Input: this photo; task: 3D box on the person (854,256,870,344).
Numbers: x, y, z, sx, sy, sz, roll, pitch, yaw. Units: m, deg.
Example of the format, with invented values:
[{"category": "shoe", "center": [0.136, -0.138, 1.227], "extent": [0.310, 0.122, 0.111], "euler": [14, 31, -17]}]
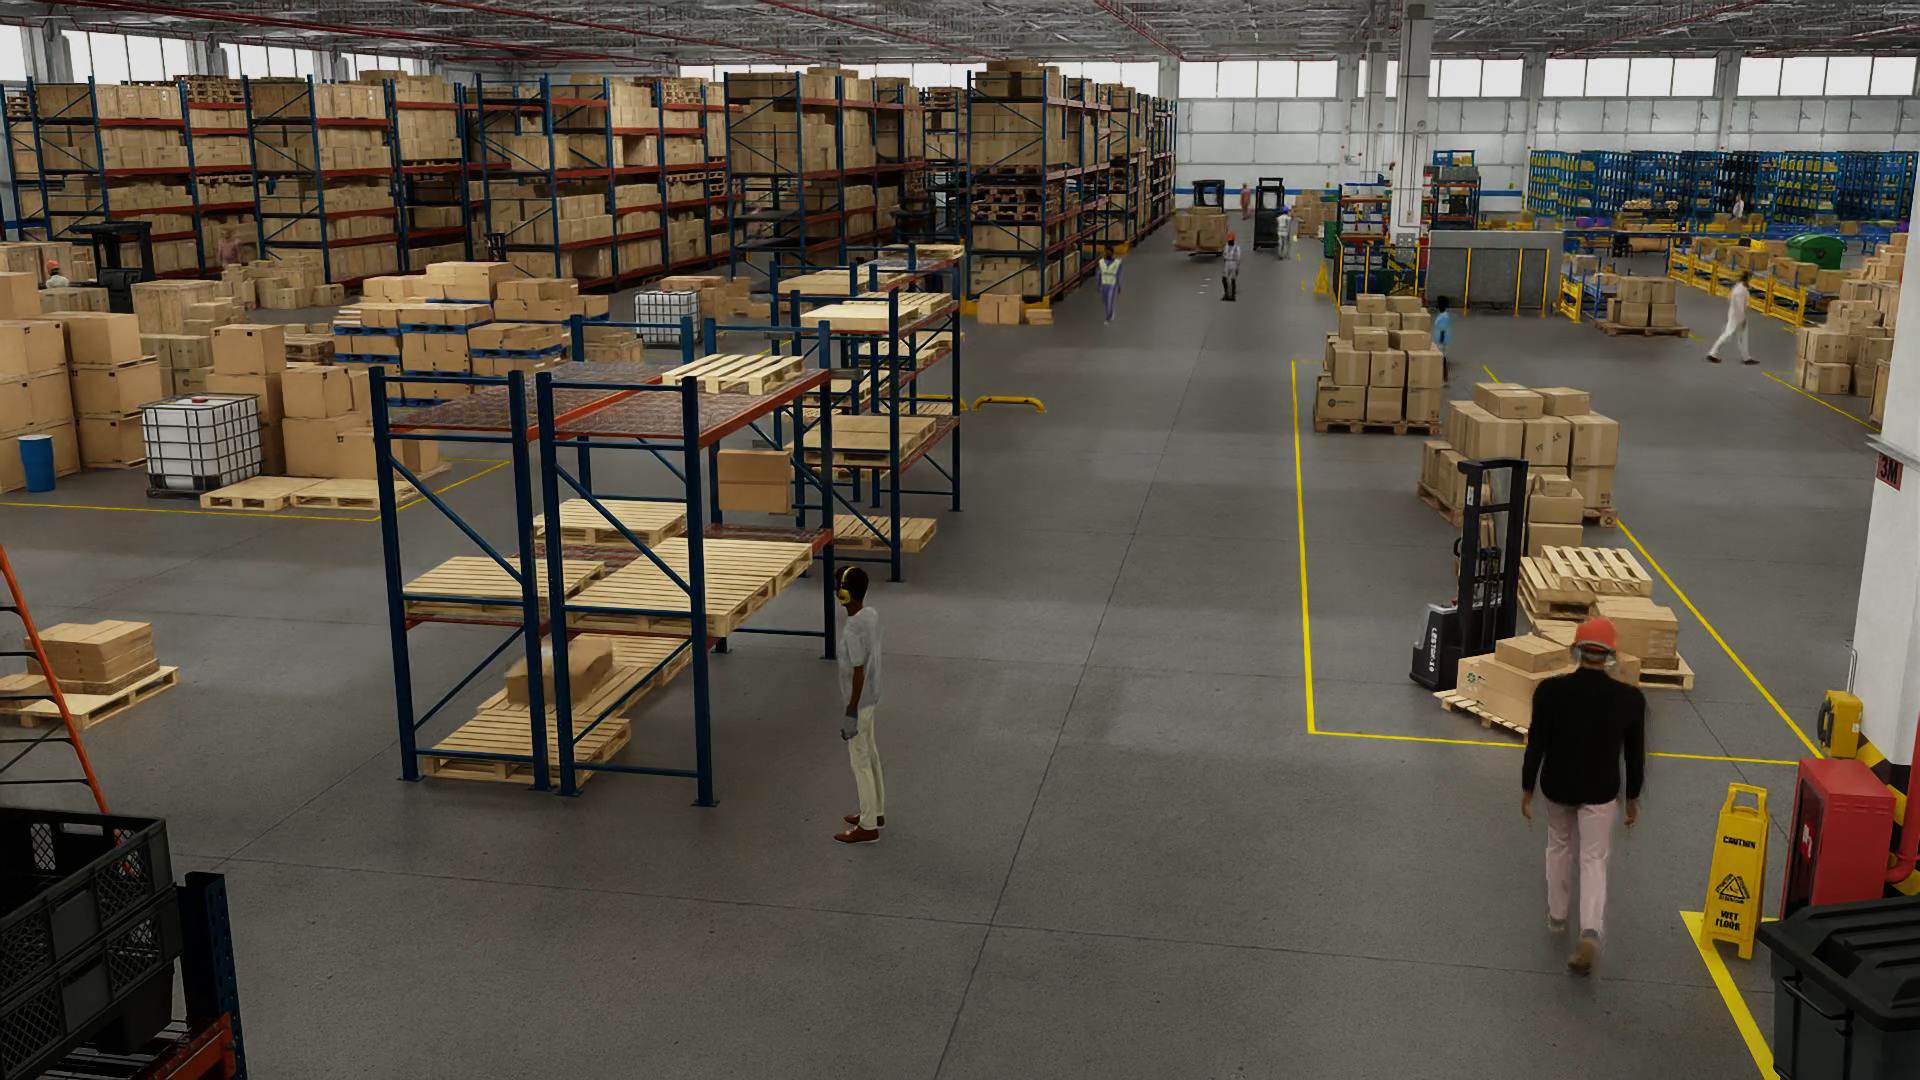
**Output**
[{"category": "person", "center": [-2.142, -5.221, 36.325], "extent": [0.548, 1.941, 0.626], "euler": [8, 16, 29]}]

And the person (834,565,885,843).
[{"category": "person", "center": [-0.672, 1.078, 10.918], "extent": [0.314, 1.864, 0.532], "euler": [3, 14, 10]}]

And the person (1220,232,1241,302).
[{"category": "person", "center": [7.418, -7.453, 45.475], "extent": [0.565, 1.897, 0.630], "euler": [12, 18, 40]}]

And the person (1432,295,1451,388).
[{"category": "person", "center": [8.751, -3.612, 30.314], "extent": [0.450, 1.684, 0.547], "euler": [3, 14, 10]}]

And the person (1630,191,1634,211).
[{"category": "person", "center": [32.581, -16.066, 80.606], "extent": [0.583, 1.825, 0.579], "euler": [-2, 14, -10]}]

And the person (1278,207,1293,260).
[{"category": "person", "center": [11.800, -11.100, 60.234], "extent": [0.614, 1.915, 0.799], "euler": [13, 19, 43]}]

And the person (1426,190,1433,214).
[{"category": "person", "center": [23.537, -16.606, 82.974], "extent": [0.508, 1.736, 0.568], "euler": [-7, 15, -25]}]

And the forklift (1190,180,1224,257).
[{"category": "forklift", "center": [9.279, -11.990, 61.882], "extent": [1.129, 2.768, 1.873], "euler": [4, 14, 15]}]

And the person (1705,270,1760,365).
[{"category": "person", "center": [15.543, -4.458, 33.344], "extent": [0.991, 1.899, 0.644], "euler": [8, 16, 28]}]

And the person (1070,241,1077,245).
[{"category": "person", "center": [3.927, -10.603, 58.779], "extent": [0.891, 1.651, 0.541], "euler": [-4, 14, -14]}]

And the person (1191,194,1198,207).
[{"category": "person", "center": [10.697, -14.936, 76.097], "extent": [0.647, 1.800, 0.599], "euler": [6, 15, 23]}]

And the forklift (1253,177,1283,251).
[{"category": "forklift", "center": [12.083, -12.747, 64.956], "extent": [1.129, 2.768, 1.873], "euler": [3, 14, 10]}]

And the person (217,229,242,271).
[{"category": "person", "center": [-20.961, -7.996, 47.789], "extent": [0.658, 1.862, 0.996], "euler": [-3, 14, -12]}]

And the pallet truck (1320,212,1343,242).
[{"category": "pallet truck", "center": [15.874, -13.227, 70.310], "extent": [0.680, 1.201, 1.601], "euler": [10, 17, 35]}]

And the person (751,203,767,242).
[{"category": "person", "center": [-7.773, -12.194, 64.826], "extent": [1.011, 1.849, 0.678], "euler": [2, 14, 9]}]

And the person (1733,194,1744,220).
[{"category": "person", "center": [33.937, -14.142, 72.628], "extent": [0.401, 1.906, 0.651], "euler": [3, 14, 10]}]

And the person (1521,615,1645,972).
[{"category": "person", "center": [3.501, 1.417, 9.372], "extent": [0.643, 1.954, 0.886], "euler": [5, 15, 21]}]

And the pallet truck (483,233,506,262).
[{"category": "pallet truck", "center": [-11.832, -7.026, 43.548], "extent": [1.885, 1.965, 0.823], "euler": [8, 16, 28]}]

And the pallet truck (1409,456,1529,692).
[{"category": "pallet truck", "center": [4.504, 0.400, 13.395], "extent": [0.823, 1.965, 1.885], "euler": [-6, 15, -23]}]

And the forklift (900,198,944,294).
[{"category": "forklift", "center": [-1.129, -7.873, 45.168], "extent": [1.129, 2.768, 1.873], "euler": [3, 14, 10]}]

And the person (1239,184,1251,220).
[{"category": "person", "center": [14.911, -17.723, 87.194], "extent": [0.687, 1.887, 0.510], "euler": [-8, 16, -31]}]

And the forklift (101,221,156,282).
[{"category": "forklift", "center": [-16.772, -5.071, 33.793], "extent": [1.129, 2.768, 1.873], "euler": [3, 14, 10]}]

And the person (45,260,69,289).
[{"category": "person", "center": [-18.673, -4.786, 34.463], "extent": [0.391, 1.990, 0.621], "euler": [3, 14, 10]}]

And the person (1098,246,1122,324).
[{"category": "person", "center": [3.663, -6.224, 40.499], "extent": [0.601, 1.900, 0.775], "euler": [7, 15, 25]}]
